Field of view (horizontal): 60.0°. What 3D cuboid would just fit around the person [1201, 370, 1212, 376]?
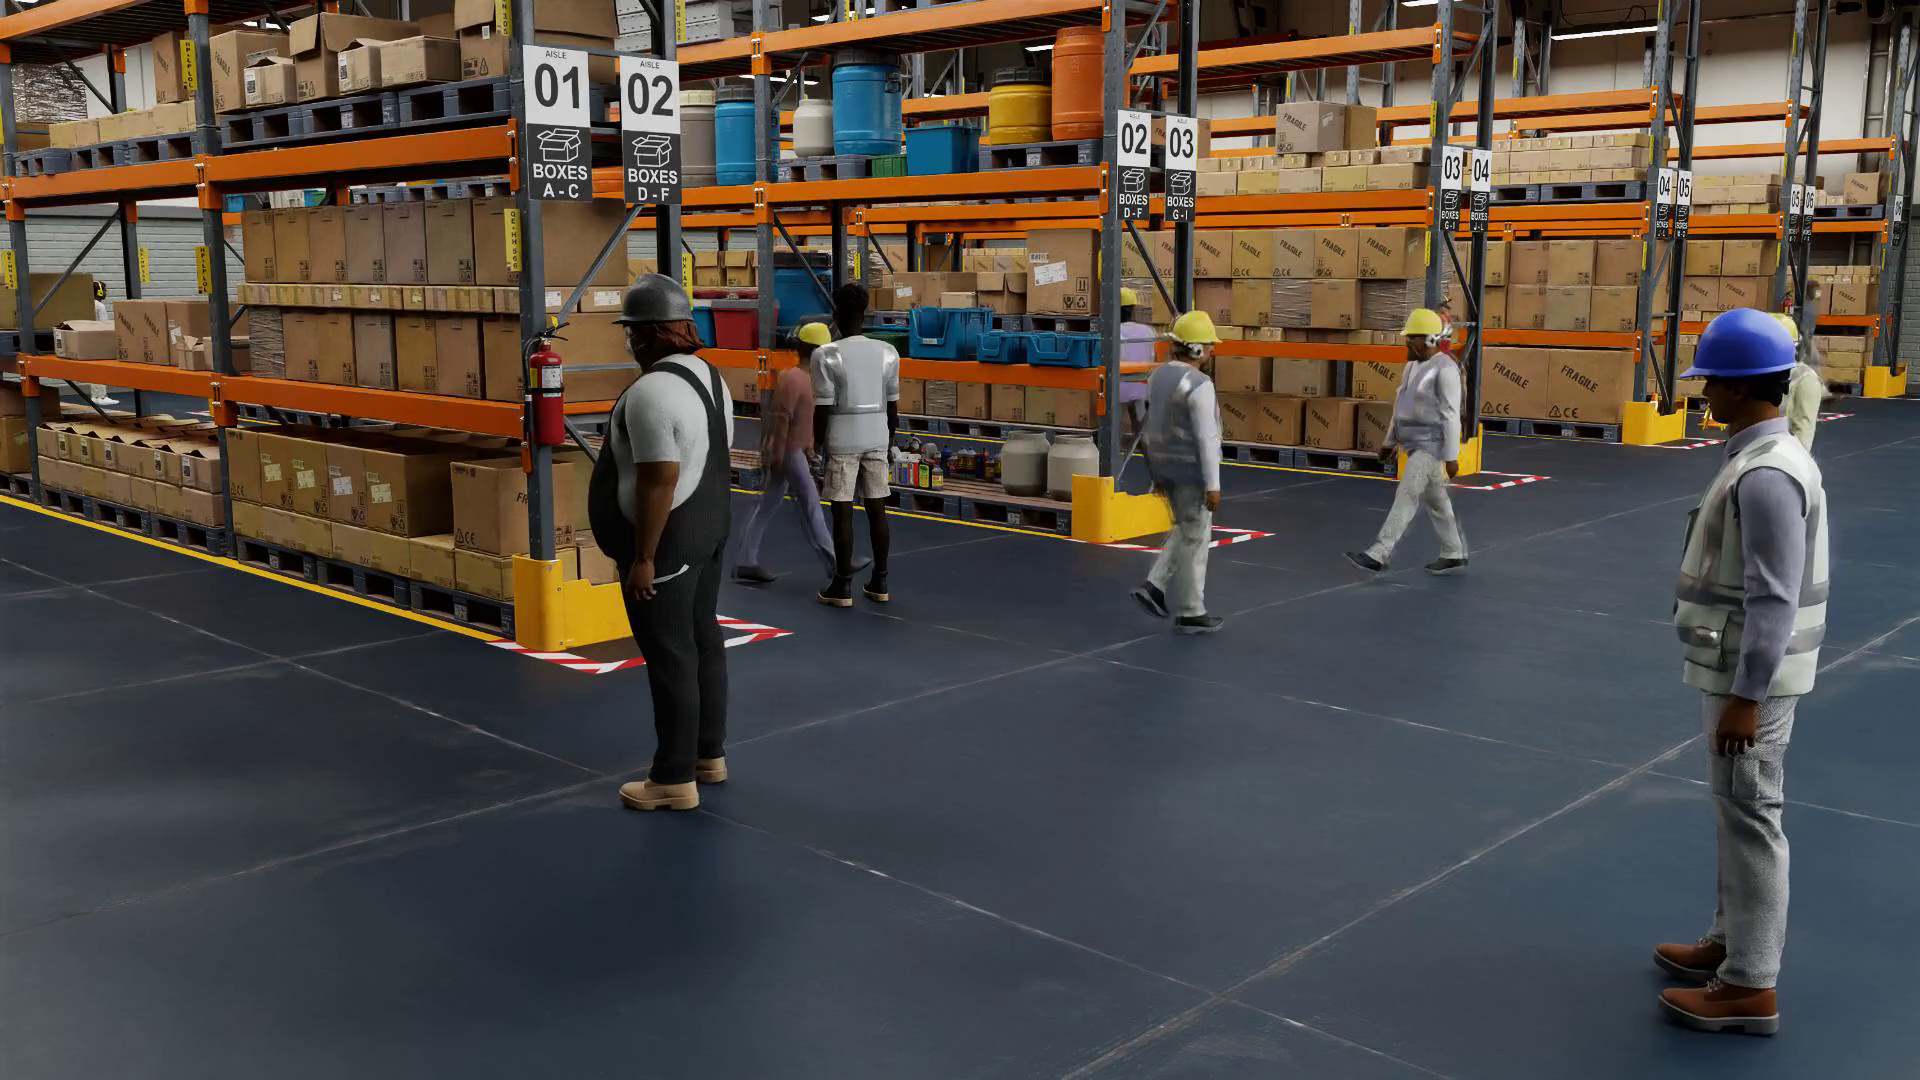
[{"bbox_3d":[3.183,-2.622,22.848,0.764,1.918,0.557,8,12,41],"label":"person"}]

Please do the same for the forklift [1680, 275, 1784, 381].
[{"bbox_3d":[12.480,-3.427,27.053,1.214,2.155,2.313,9,13,43],"label":"forklift"}]

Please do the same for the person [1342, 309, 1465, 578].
[{"bbox_3d":[3.003,-0.635,11.055,0.947,1.778,0.600,-1,9,-7],"label":"person"}]

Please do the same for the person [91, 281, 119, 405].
[{"bbox_3d":[-13.089,-2.999,25.323,0.510,1.862,0.320,8,12,39],"label":"person"}]

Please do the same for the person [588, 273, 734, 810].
[{"bbox_3d":[-1.161,0.015,6.423,0.536,2.000,0.688,2,10,13],"label":"person"}]

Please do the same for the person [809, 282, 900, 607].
[{"bbox_3d":[-0.651,-0.586,10.201,0.606,1.967,0.367,-6,11,-33],"label":"person"}]

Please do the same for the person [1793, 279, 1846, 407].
[{"bbox_3d":[12.645,-2.913,24.712,0.978,1.884,0.646,8,12,39],"label":"person"}]

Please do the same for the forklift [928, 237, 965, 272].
[{"bbox_3d":[-0.326,-5.817,39.609,1.129,2.768,1.873,9,13,43],"label":"forklift"}]

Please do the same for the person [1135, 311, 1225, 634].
[{"bbox_3d":[1.288,-0.380,9.388,0.424,1.816,0.623,-4,10,-23],"label":"person"}]

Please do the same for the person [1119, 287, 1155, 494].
[{"bbox_3d":[1.543,-1.325,14.968,0.604,1.896,0.934,-5,11,-30],"label":"person"}]

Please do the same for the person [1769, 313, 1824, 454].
[{"bbox_3d":[4.994,-0.497,10.221,0.926,1.786,0.611,-3,10,-18],"label":"person"}]

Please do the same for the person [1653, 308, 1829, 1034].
[{"bbox_3d":[2.121,0.350,4.529,0.400,1.943,0.612,4,10,22],"label":"person"}]

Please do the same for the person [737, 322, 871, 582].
[{"bbox_3d":[-1.053,-0.568,10.898,0.921,1.688,0.525,0,9,-2],"label":"person"}]
